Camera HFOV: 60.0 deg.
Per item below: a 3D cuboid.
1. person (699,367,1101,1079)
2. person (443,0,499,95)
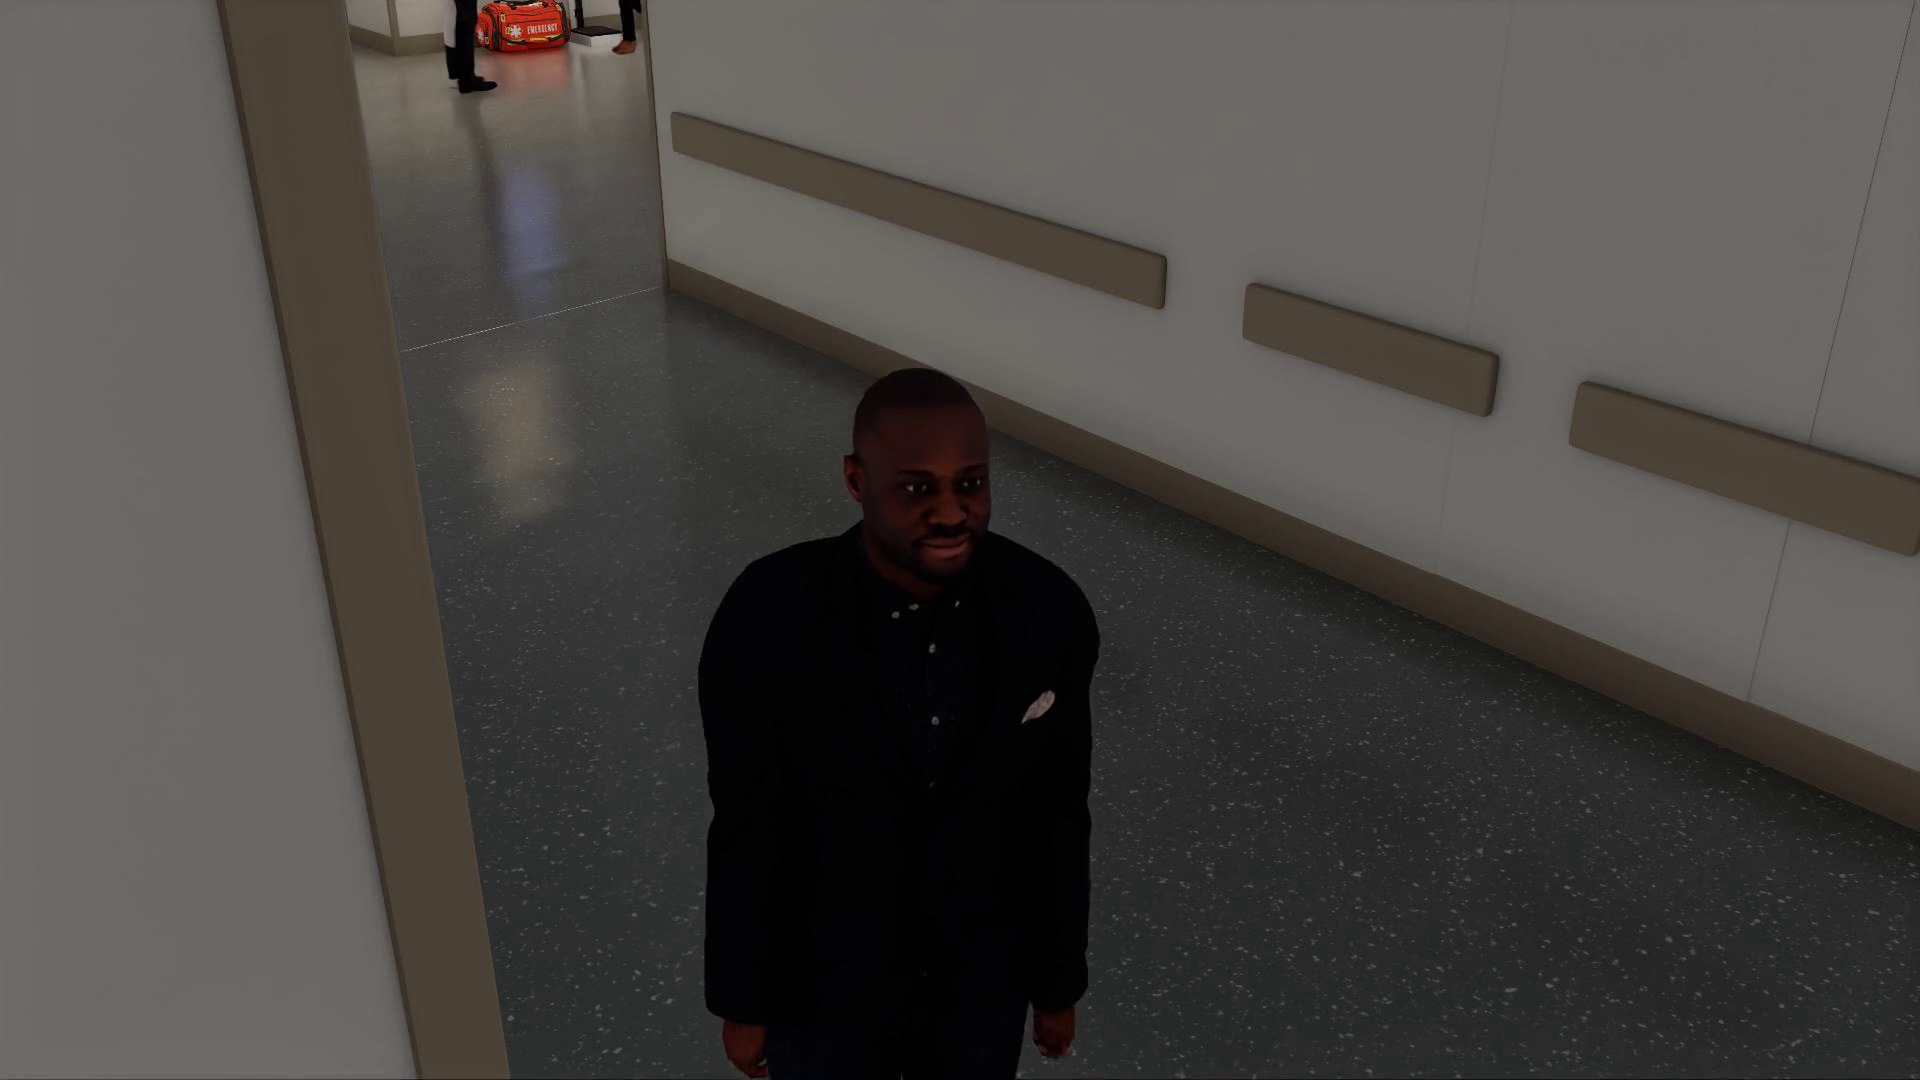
[{"bbox_3d":[-0.112,0.585,2.424,0.797,1.809,0.894,-7,27,-14],"label":"person"},{"bbox_3d":[-3.856,-4.392,12.653,0.585,1.890,0.689,-18,31,-33],"label":"person"}]
